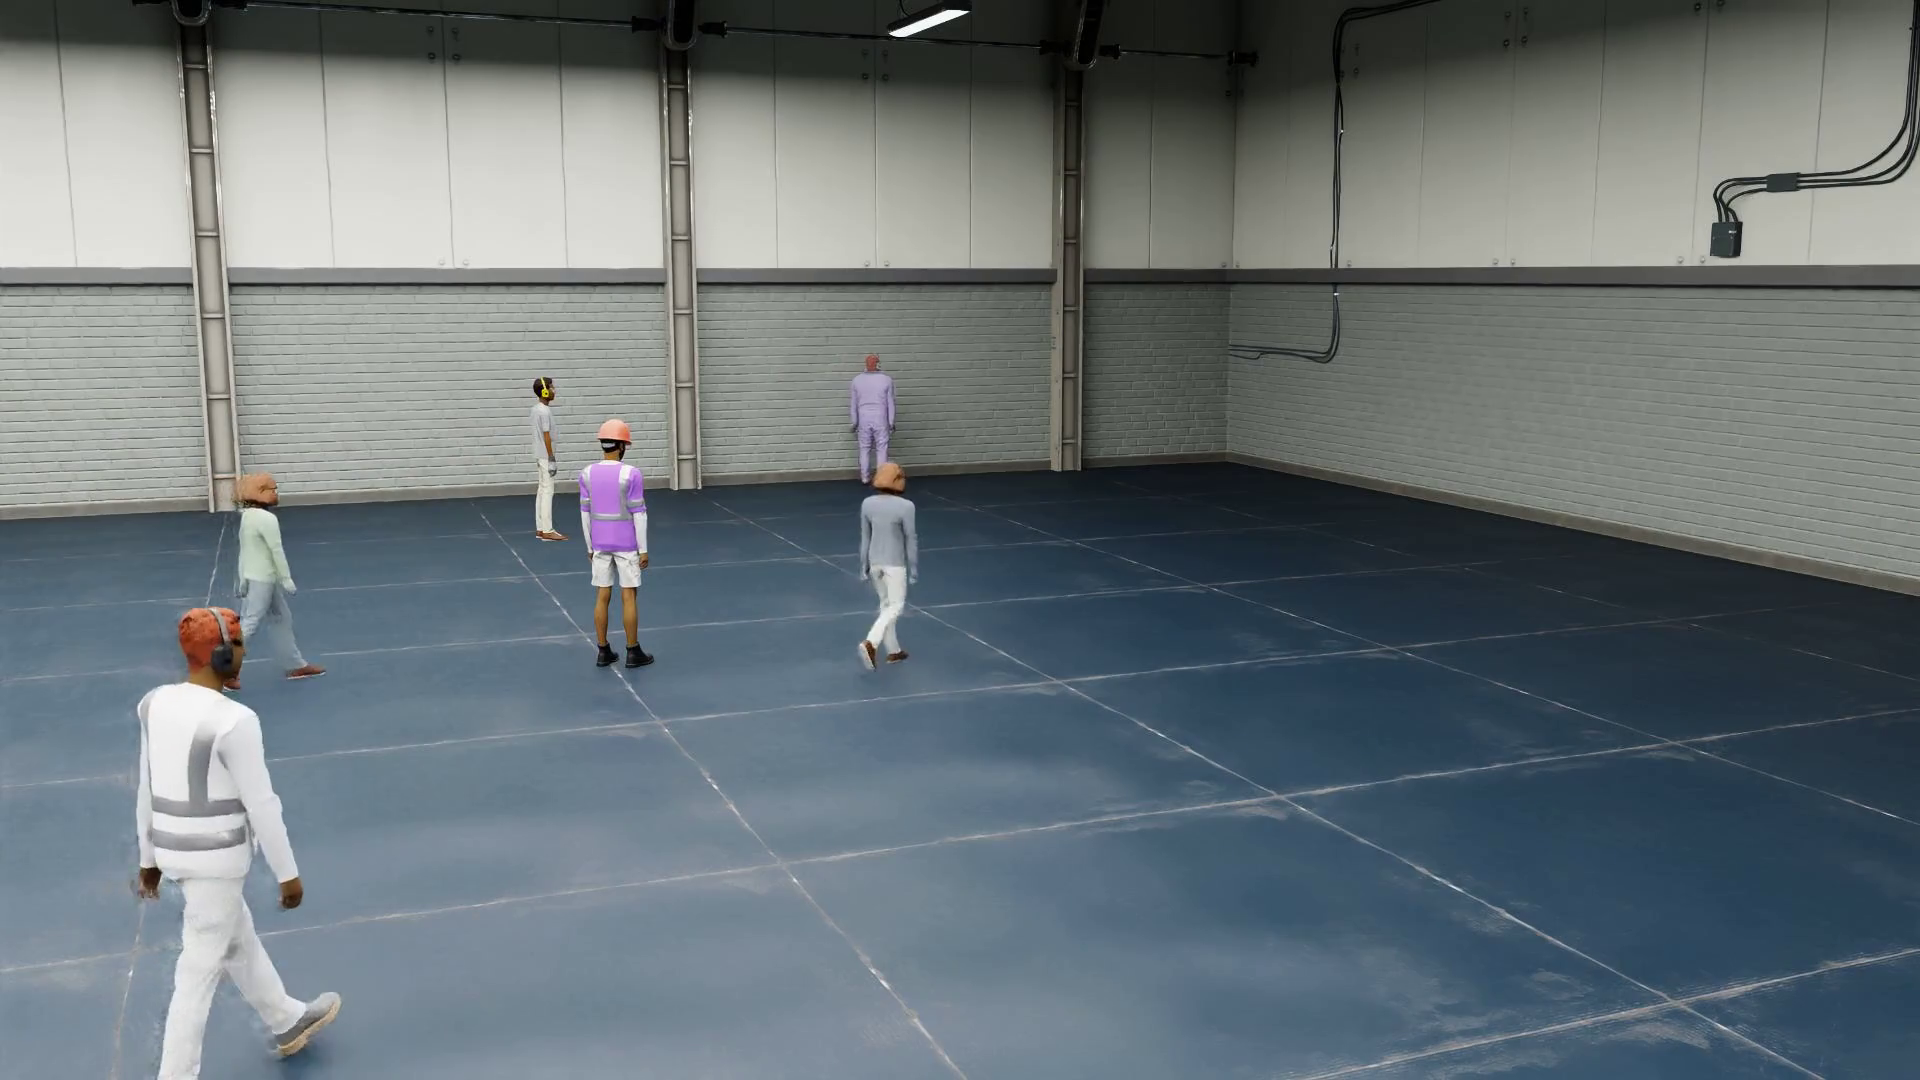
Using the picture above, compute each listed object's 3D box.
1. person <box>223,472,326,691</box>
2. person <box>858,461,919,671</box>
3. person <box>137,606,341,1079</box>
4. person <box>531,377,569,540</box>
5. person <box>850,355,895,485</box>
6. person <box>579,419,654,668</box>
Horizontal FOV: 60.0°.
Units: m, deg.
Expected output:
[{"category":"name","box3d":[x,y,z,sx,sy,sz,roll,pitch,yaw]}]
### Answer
[{"category":"person","box3d":[-5.170,0.297,12.255,0.850,1.594,0.497,-7,11,-37]},{"category":"person","box3d":[-0.585,0.201,12.800,0.507,1.609,0.697,6,11,33]},{"category":"person","box3d":[-2.644,1.147,6.129,0.616,1.840,0.948,6,11,32]},{"category":"person","box3d":[-4.731,-0.931,19.081,0.328,1.877,0.513,-5,10,-28]},{"category":"person","box3d":[-1.261,-1.689,23.924,0.662,1.925,0.487,1,9,6]},{"category":"person","box3d":[-2.651,0.031,12.865,0.543,1.933,0.364,3,9,16]}]
